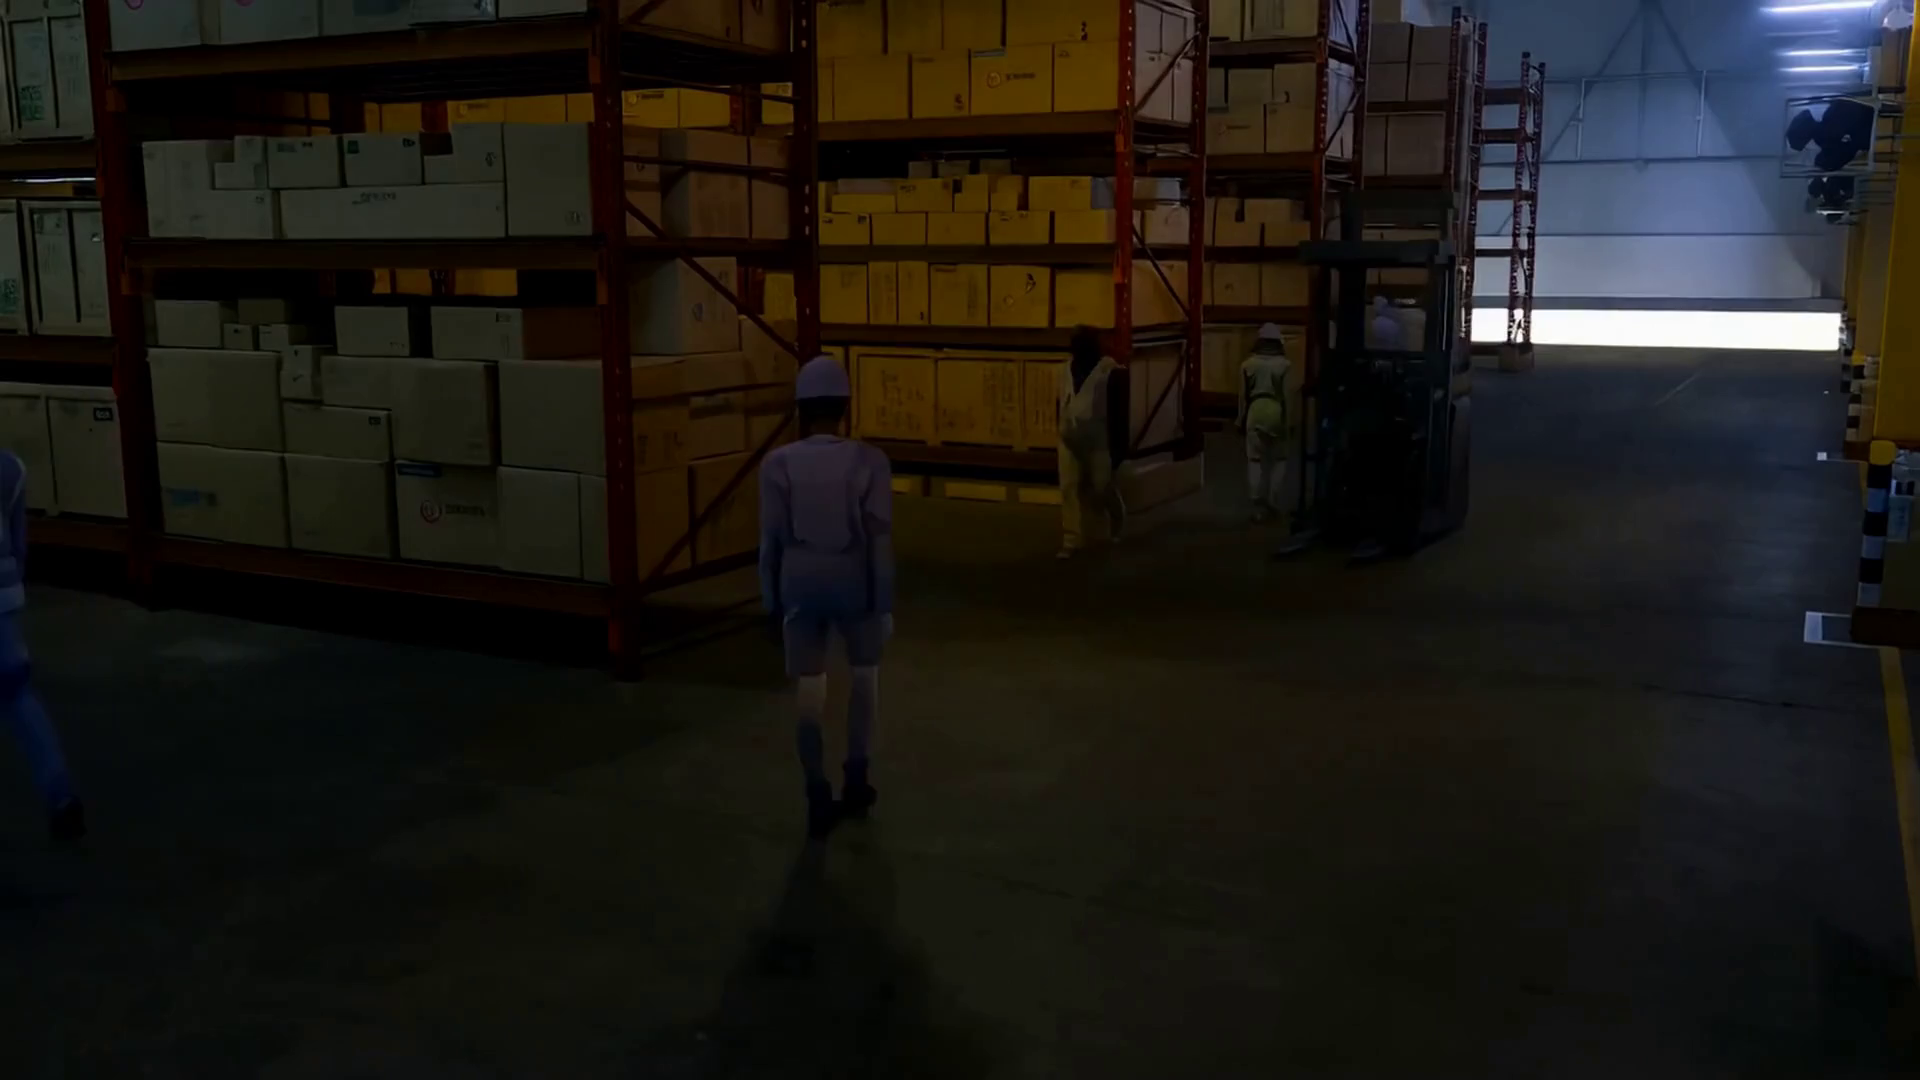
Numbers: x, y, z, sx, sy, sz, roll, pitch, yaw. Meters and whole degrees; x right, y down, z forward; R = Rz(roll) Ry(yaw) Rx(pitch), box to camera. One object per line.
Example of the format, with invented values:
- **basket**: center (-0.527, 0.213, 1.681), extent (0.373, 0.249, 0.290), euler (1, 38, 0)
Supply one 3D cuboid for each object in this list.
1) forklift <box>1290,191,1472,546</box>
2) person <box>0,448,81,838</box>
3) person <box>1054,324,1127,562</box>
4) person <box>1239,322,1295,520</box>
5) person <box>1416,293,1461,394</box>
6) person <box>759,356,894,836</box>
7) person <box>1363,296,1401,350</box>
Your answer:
- **forklift**: center (3.616, -1.494, 13.894), extent (1.129, 2.768, 1.873), euler (5, 11, 27)
- **person**: center (-3.944, 0.259, 6.617), extent (1.001, 1.911, 0.599), euler (7, 12, 34)
- **person**: center (1.018, -0.760, 12.785), extent (0.625, 1.812, 0.831), euler (6, 11, 30)
- **person**: center (2.716, -1.054, 14.656), extent (0.507, 1.723, 0.591), euler (4, 11, 23)
- **person**: center (6.436, -2.420, 22.367), extent (0.614, 1.807, 0.450), euler (6, 12, 32)
- **person**: center (-0.534, 0.210, 6.807), extent (0.565, 1.913, 0.670), euler (1, 10, 6)
- **person**: center (5.895, -2.557, 23.360), extent (0.576, 1.733, 0.421), euler (-4, 11, -24)
